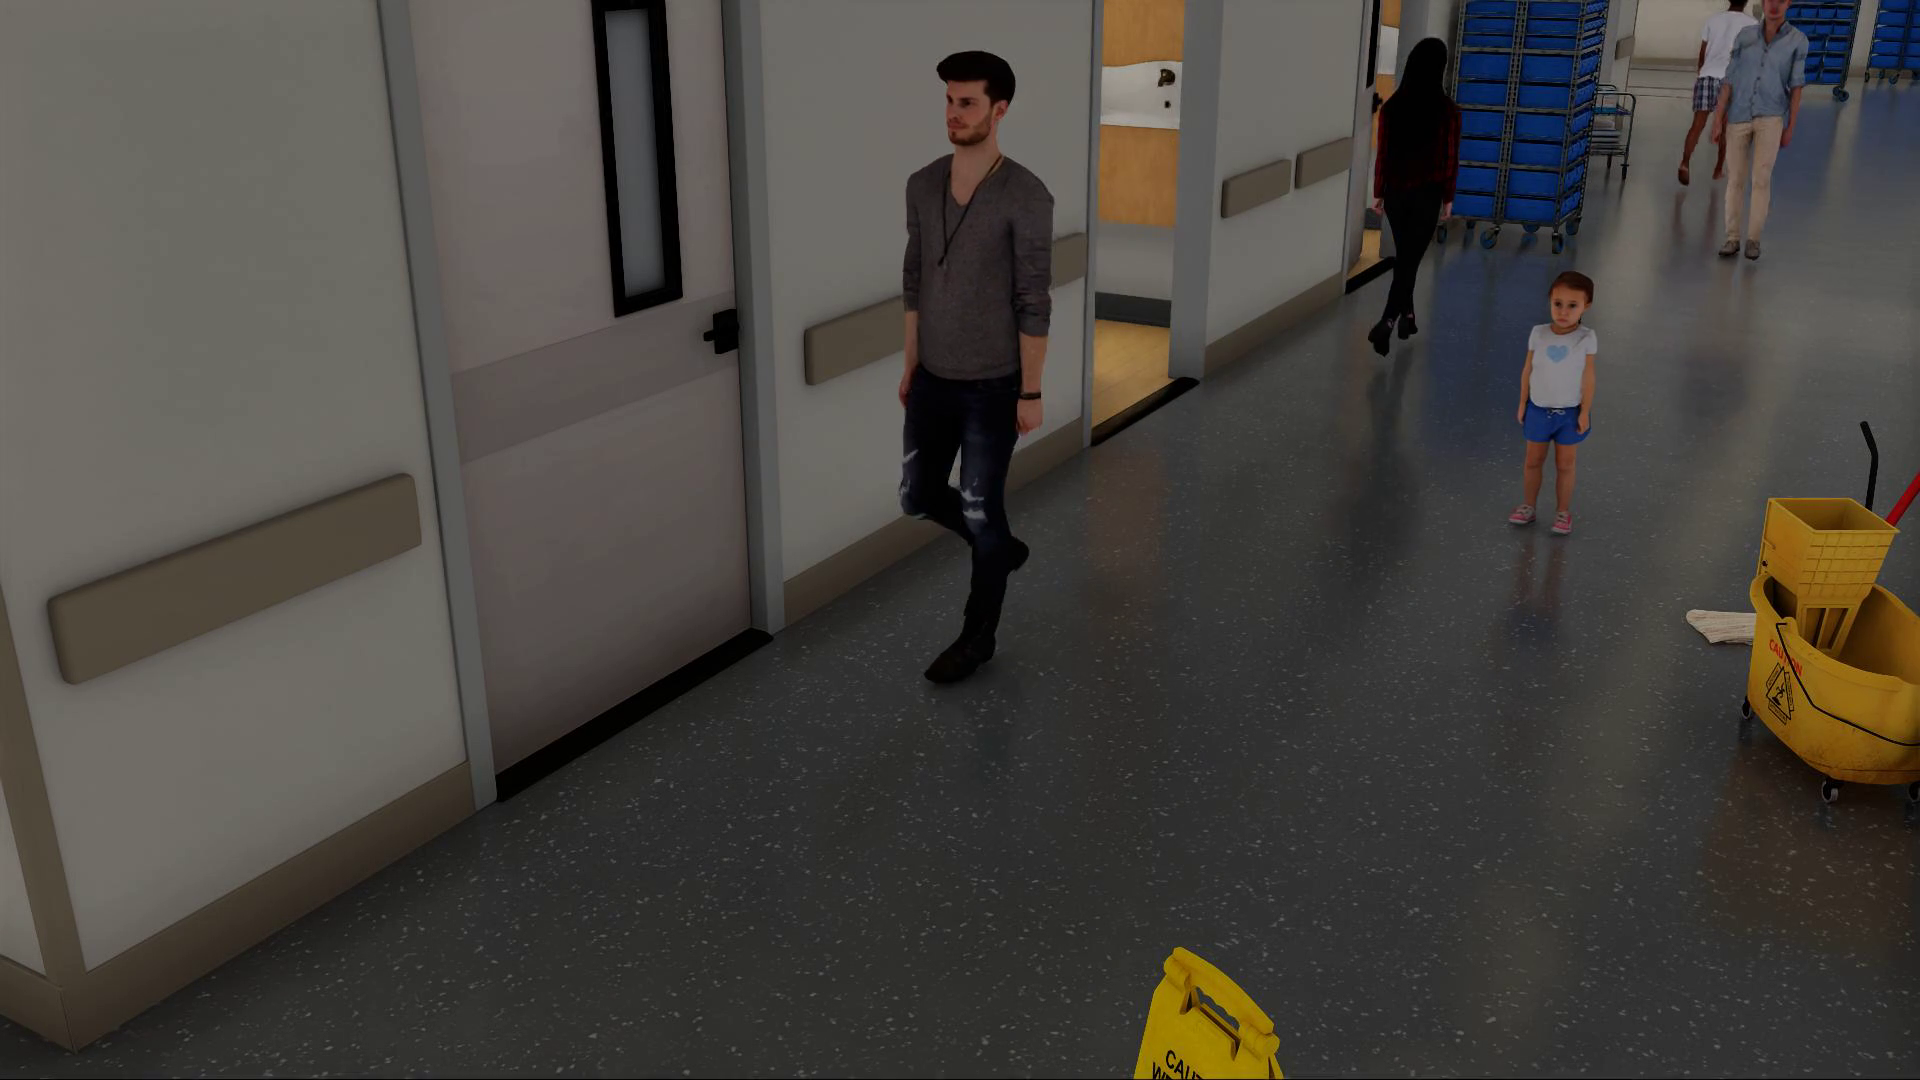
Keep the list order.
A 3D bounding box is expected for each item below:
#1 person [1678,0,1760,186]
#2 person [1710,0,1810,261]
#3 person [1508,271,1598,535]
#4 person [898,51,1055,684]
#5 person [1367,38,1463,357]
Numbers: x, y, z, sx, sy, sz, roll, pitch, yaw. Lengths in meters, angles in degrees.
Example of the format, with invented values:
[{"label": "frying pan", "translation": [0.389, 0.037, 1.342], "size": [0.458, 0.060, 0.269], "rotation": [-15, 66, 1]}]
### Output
[{"label": "person", "translation": [6.496, -3.896, 14.299], "size": [0.766, 1.697, 1.149], "rotation": [15, 26, 35]}, {"label": "person", "translation": [5.481, -2.879, 11.422], "size": [0.704, 1.832, 0.717], "rotation": [16, 26, 36]}, {"label": "person", "translation": [2.290, -0.530, 6.370], "size": [0.434, 1.018, 0.436], "rotation": [14, 25, 33]}, {"label": "person", "translation": [0.093, -0.517, 5.099], "size": [0.769, 1.893, 0.878], "rotation": [17, 26, 37]}, {"label": "person", "translation": [2.370, -1.759, 8.769], "size": [0.605, 1.617, 1.063], "rotation": [13, 24, 31]}]
